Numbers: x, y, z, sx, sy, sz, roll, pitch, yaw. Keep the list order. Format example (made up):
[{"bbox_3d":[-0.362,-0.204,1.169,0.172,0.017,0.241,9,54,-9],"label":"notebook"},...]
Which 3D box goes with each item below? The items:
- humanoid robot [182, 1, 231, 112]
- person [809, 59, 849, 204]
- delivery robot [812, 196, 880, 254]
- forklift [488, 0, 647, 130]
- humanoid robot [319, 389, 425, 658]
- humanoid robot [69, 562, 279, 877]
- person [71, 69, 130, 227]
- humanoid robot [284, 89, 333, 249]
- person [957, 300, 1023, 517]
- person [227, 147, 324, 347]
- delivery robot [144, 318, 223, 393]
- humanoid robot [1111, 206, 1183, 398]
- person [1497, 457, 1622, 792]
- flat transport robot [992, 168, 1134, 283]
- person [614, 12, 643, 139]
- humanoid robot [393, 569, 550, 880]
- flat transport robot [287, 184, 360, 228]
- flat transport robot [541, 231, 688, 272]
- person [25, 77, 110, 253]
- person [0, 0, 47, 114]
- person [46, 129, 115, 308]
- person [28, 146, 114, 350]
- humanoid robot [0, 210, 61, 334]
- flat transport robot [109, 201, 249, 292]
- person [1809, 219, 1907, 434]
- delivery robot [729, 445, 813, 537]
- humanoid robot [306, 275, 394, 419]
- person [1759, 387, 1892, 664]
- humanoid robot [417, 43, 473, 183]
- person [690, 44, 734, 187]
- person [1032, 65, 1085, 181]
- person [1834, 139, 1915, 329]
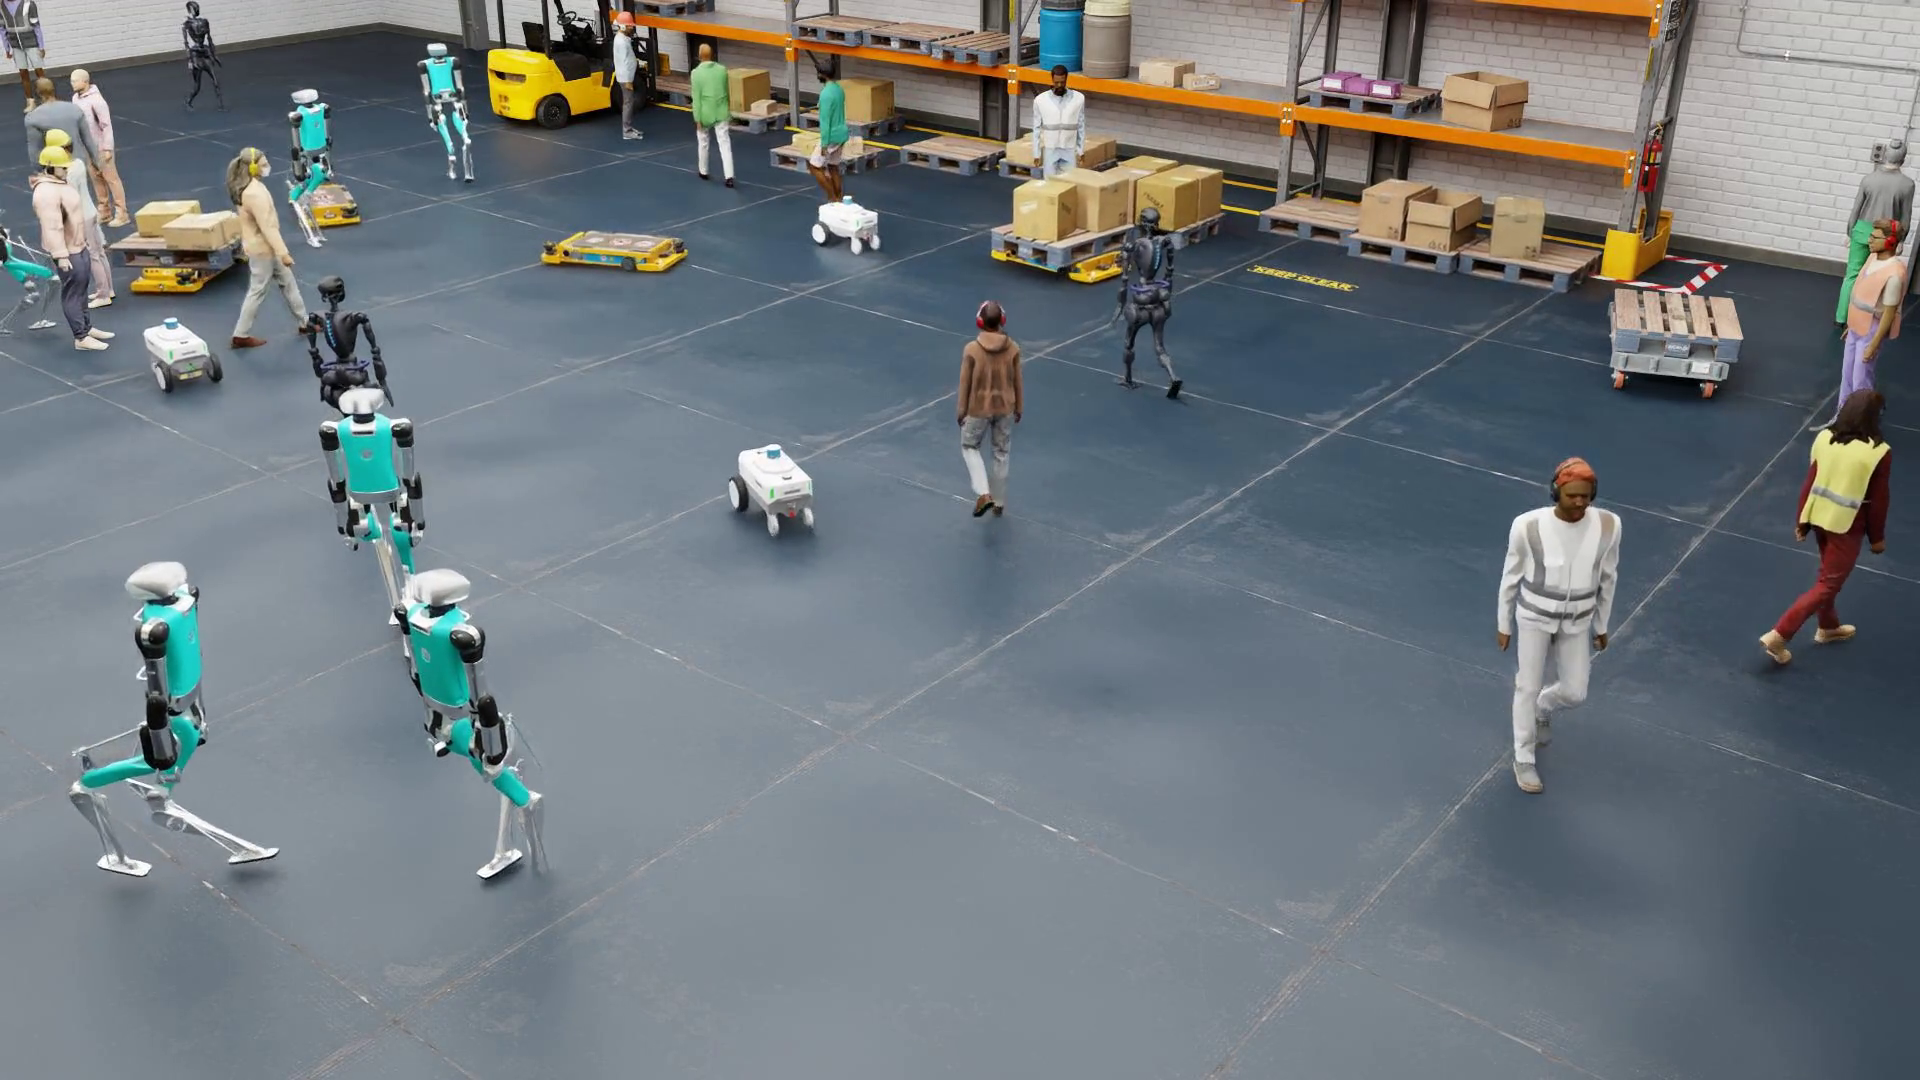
[{"bbox_3d":[-11.488,-7.285,25.086,0.740,1.640,0.612,9,27,18],"label":"humanoid robot"},{"bbox_3d":[-1.519,-4.694,19.493,0.466,1.835,0.544,9,27,17],"label":"person"},{"bbox_3d":[-1.258,-3.531,18.567,0.499,0.606,0.809,-23,34,-39],"label":"delivery robot"},{"bbox_3d":[-5.874,-7.334,24.552,1.214,2.155,2.313,19,32,34],"label":"forklift"},{"bbox_3d":[-3.535,-0.159,10.232,0.540,1.766,0.912,-5,26,-9],"label":"humanoid robot"},{"bbox_3d":[-3.958,0.926,8.007,1.048,1.734,0.544,-2,26,-4],"label":"humanoid robot"},{"bbox_3d":[-9.957,-4.527,19.203,0.521,1.784,0.401,11,28,22],"label":"person"},{"bbox_3d":[-7.283,-4.082,18.359,0.845,1.793,0.553,11,28,22],"label":"humanoid robot"},{"bbox_3d":[0.225,-0.904,11.859,0.491,1.639,0.429,-6,26,-12],"label":"person"},{"bbox_3d":[-6.451,-2.705,15.393,0.909,1.837,0.551,-12,28,-23],"label":"person"},{"bbox_3d":[-6.888,-1.640,14.660,0.499,0.614,0.814,-21,33,-36],"label":"delivery robot"},{"bbox_3d":[1.618,-2.021,14.170,0.588,1.633,0.696,-15,29,-28],"label":"humanoid robot"},{"bbox_3d":[3.145,0.429,8.838,0.591,1.872,0.502,1,26,2],"label":"person"},{"bbox_3d":[1.088,-3.047,17.881,1.431,0.231,0.659,23,34,39],"label":"flat transport robot"},{"bbox_3d":[-4.672,-6.540,23.422,0.351,1.737,0.574,-4,26,-9],"label":"person"},{"bbox_3d":[-2.254,0.935,8.070,0.539,1.893,0.695,17,31,31],"label":"humanoid robot"},{"bbox_3d":[-7.606,-3.997,19.847,0.659,0.231,1.431,-12,28,-23],"label":"flat transport robot"},{"bbox_3d":[-3.749,-3.137,18.067,1.431,0.231,0.659,7,27,14],"label":"flat transport robot"},{"bbox_3d":[-9.828,-4.110,18.234,1.075,1.867,0.644,15,29,28],"label":"person"},{"bbox_3d":[-14.019,-7.406,24.890,0.599,2.035,0.401,-3,26,-6],"label":"person"},{"bbox_3d":[-8.698,-3.172,16.425,0.323,1.762,0.523,-6,26,-12],"label":"person"},{"bbox_3d":[-8.205,-2.683,15.296,0.420,1.860,0.807,-6,26,-13],"label":"person"},{"bbox_3d":[-8.818,-2.717,15.519,0.899,1.773,0.545,-9,27,-18],"label":"humanoid robot"},{"bbox_3d":[-8.120,-2.920,17.617,0.659,0.231,1.431,2,26,4],"label":"flat transport robot"},{"bbox_3d":[7.152,-1.618,13.109,0.389,1.845,0.563,3,26,6],"label":"person"},{"bbox_3d":[-1.350,-0.400,12.091,0.499,0.613,0.811,-12,28,-24],"label":"delivery robot"},{"bbox_3d":[-4.538,-1.209,12.479,0.591,1.631,0.720,3,26,7],"label":"humanoid robot"},{"bbox_3d":[5.270,-0.083,10.061,0.847,1.741,0.479,-10,28,-20],"label":"person"},{"bbox_3d":[-6.371,-5.279,20.872,0.540,1.775,1.026,-14,29,-26],"label":"humanoid robot"},{"bbox_3d":[-3.114,-5.353,20.961,0.526,1.743,0.932,-10,28,-20],"label":"person"},{"bbox_3d":[1.116,-4.417,18.840,0.601,1.906,0.414,-3,26,-6],"label":"person"},{"bbox_3d":[8.664,-2.879,15.726,0.520,1.839,0.327,16,30,30],"label":"person"}]
